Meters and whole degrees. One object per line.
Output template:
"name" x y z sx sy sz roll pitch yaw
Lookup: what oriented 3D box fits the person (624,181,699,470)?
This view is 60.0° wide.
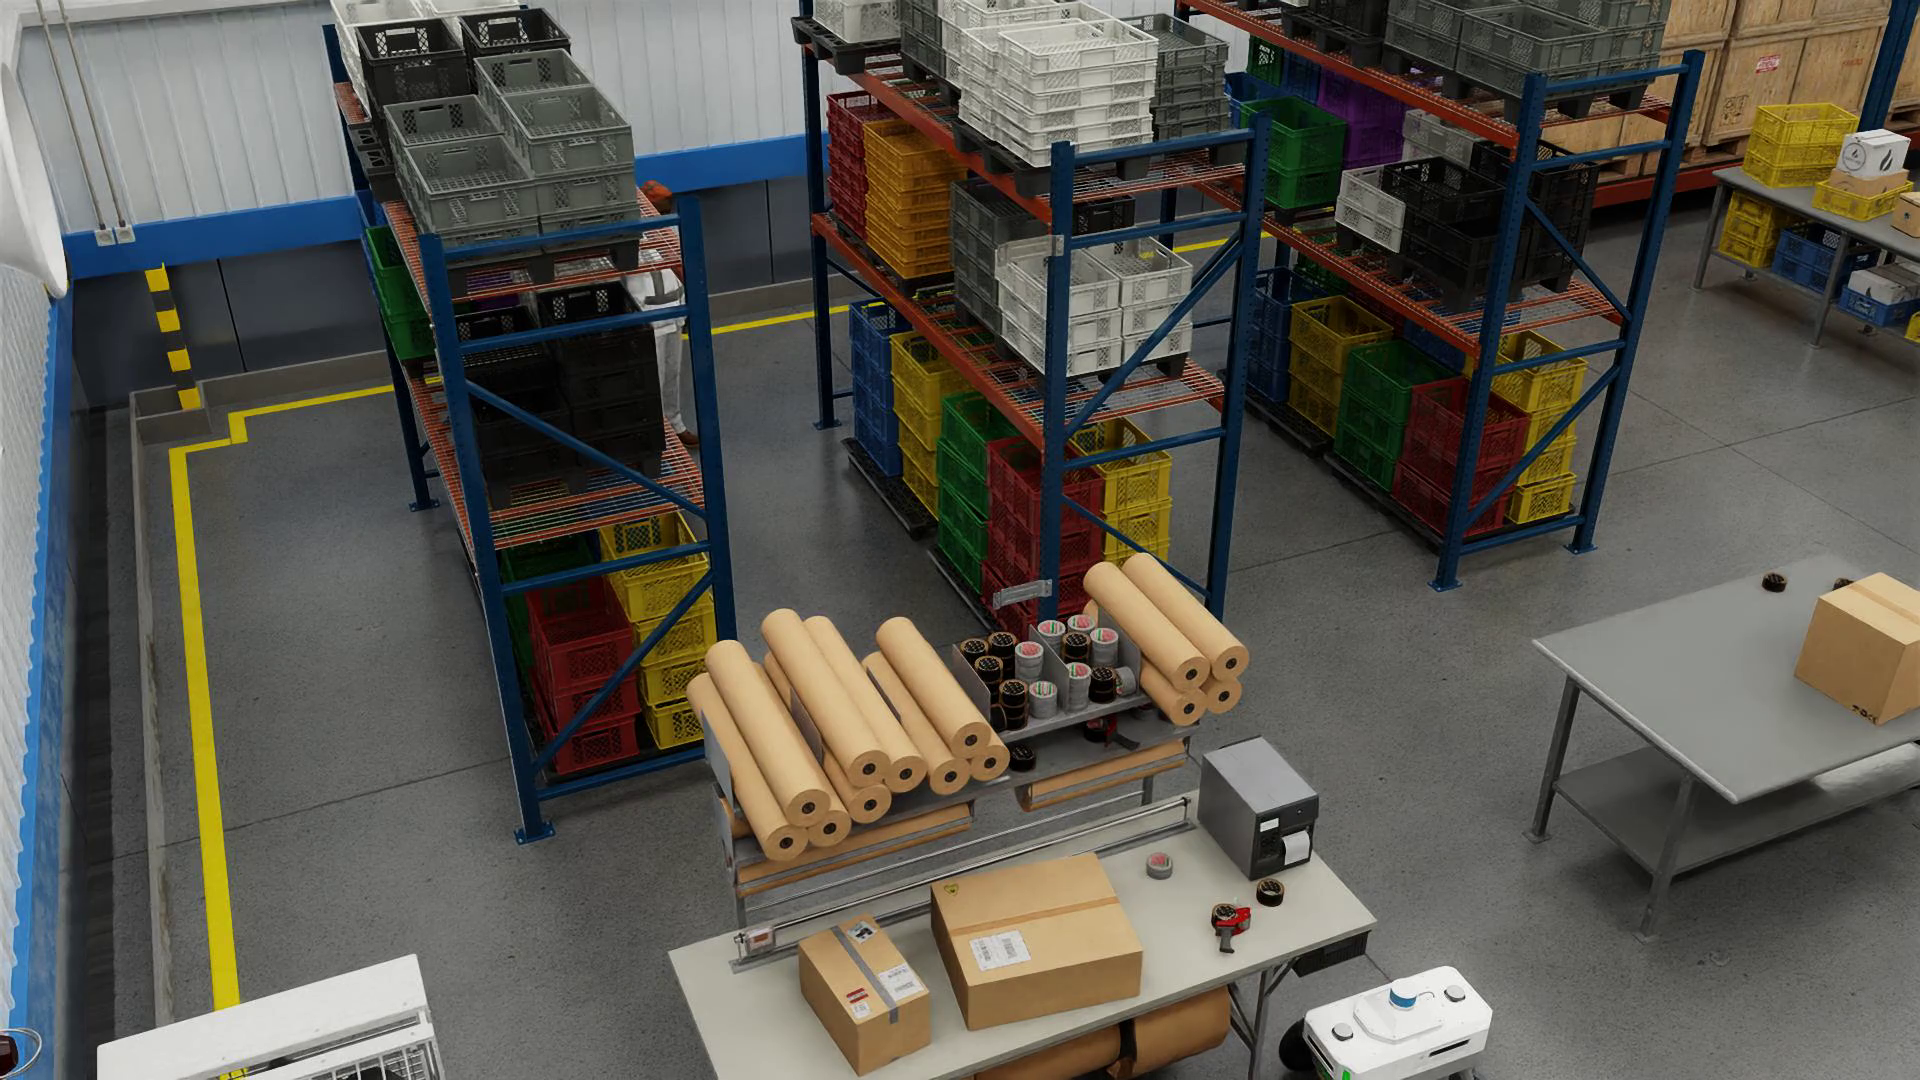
"person" -1.912 -1.385 10.665 0.354 1.886 0.573 11 33 17

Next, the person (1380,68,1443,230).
"person" 3.680 -3.401 13.900 0.368 1.933 0.626 -25 40 -35

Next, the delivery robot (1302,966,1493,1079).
"delivery robot" 1.701 1.915 6.479 0.707 0.478 0.477 -12 34 -19
